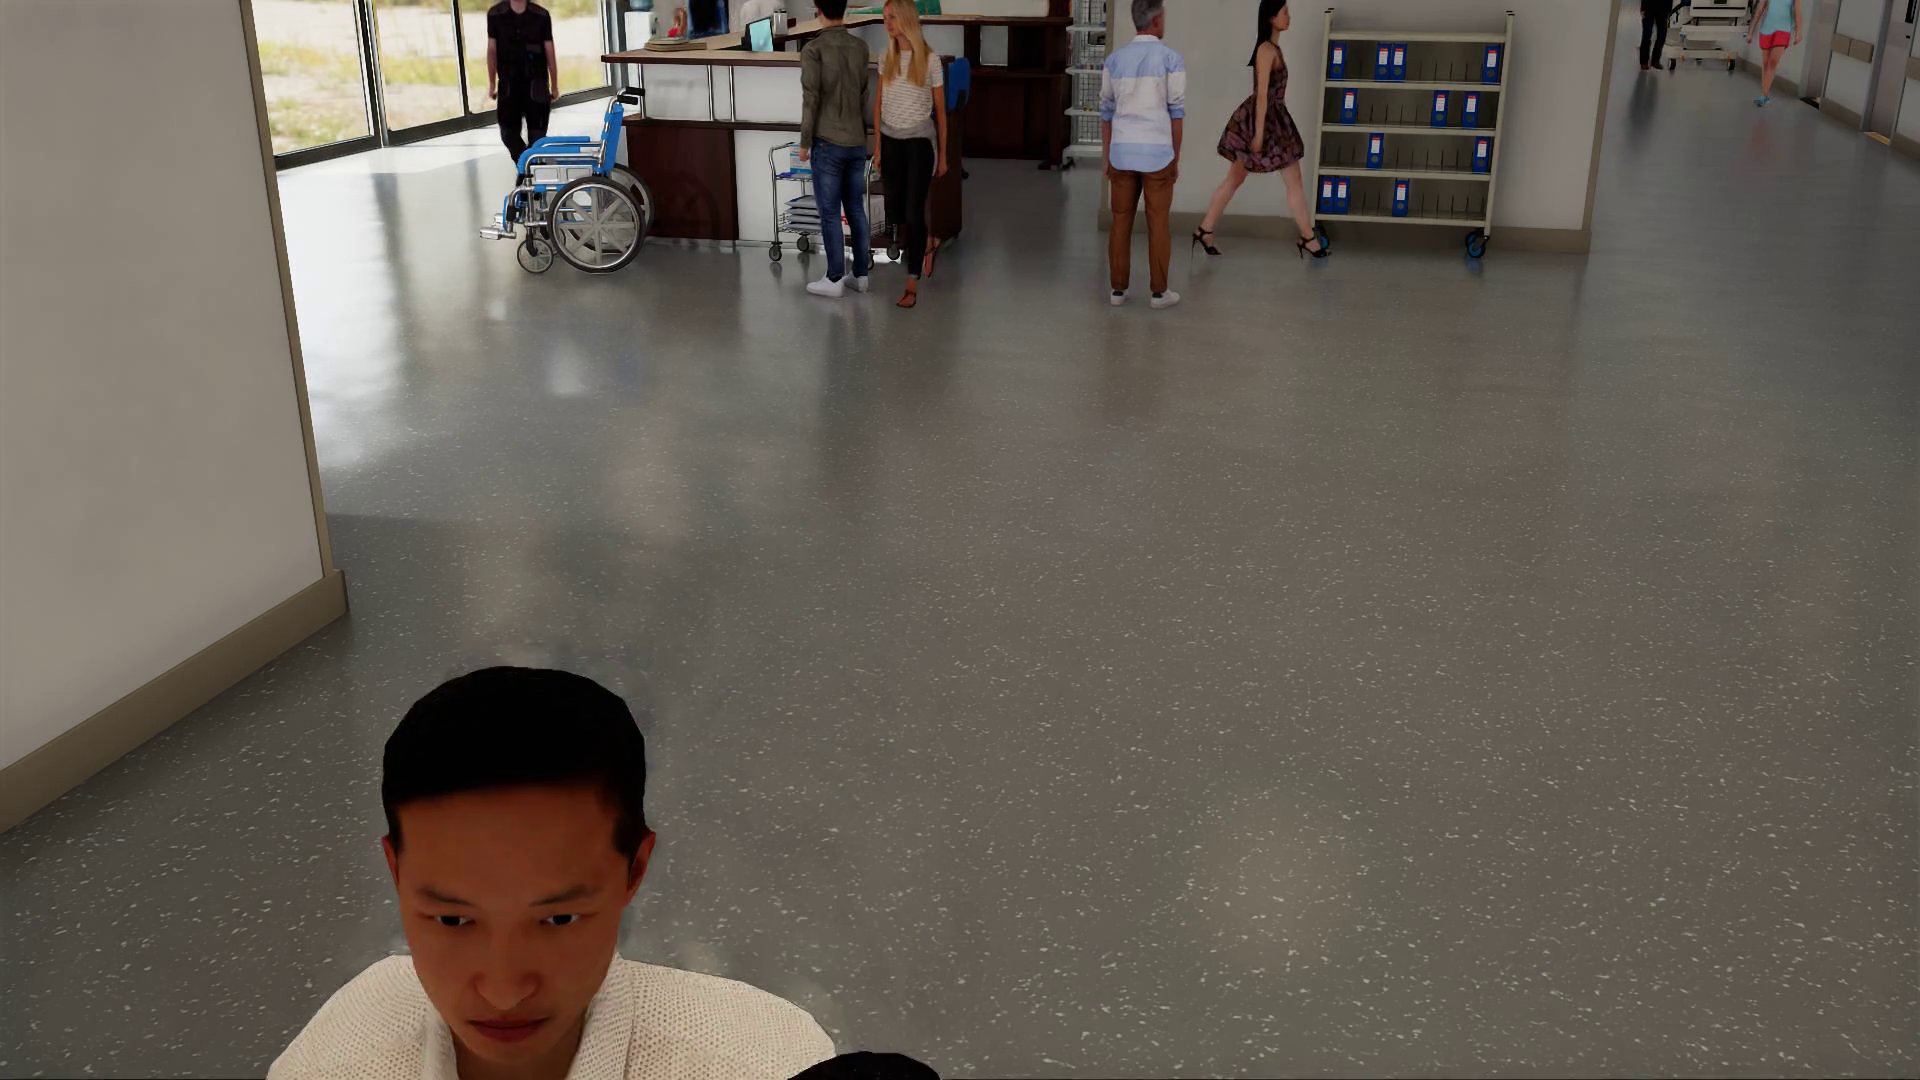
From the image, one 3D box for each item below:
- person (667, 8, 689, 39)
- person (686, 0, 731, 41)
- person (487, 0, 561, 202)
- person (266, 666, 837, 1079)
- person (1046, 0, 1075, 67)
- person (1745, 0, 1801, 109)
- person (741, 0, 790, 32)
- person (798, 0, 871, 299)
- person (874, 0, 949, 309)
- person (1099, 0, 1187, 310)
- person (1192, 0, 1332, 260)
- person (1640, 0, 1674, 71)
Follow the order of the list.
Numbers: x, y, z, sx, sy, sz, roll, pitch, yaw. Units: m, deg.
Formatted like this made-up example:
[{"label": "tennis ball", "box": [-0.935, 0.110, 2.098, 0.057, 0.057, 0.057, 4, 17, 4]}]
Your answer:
[{"label": "person", "box": [-3.084, -5.277, 18.563, 0.566, 1.274, 0.648, -4, 21, -9]}, {"label": "person", "box": [-2.751, -5.184, 17.780, 1.180, 1.655, 0.816, 9, 23, 23]}, {"label": "person", "box": [-3.592, -3.751, 13.735, 0.843, 1.840, 0.926, -2, 21, -4]}, {"label": "person", "box": [-0.300, 0.891, 1.578, 1.165, 1.771, 0.878, 2, 21, 4]}, {"label": "person", "box": [1.246, -6.391, 21.164, 0.888, 1.516, 0.751, 10, 23, 25]}, {"label": "person", "box": [9.870, -6.105, 20.095, 1.133, 1.737, 1.051, 17, 27, 38]}, {"label": "person", "box": [-1.829, -4.433, 15.594, 1.029, 1.798, 0.803, 8, 22, 21]}, {"label": "person", "box": [-0.751, -2.445, 10.248, 0.771, 1.868, 0.789, 19, 28, 41]}, {"label": "person", "box": [-0.282, -2.355, 10.104, 0.983, 1.801, 0.737, 7, 22, 19]}, {"label": "person", "box": [1.097, -2.318, 9.974, 0.561, 1.825, 0.772, 9, 23, 22]}, {"label": "person", "box": [1.943, -2.695, 11.119, 1.200, 1.718, 0.749, 2, 21, 6]}, {"label": "person", "box": [10.427, -7.993, 25.017, 0.653, 1.782, 0.797, 2, 21, 5]}]
